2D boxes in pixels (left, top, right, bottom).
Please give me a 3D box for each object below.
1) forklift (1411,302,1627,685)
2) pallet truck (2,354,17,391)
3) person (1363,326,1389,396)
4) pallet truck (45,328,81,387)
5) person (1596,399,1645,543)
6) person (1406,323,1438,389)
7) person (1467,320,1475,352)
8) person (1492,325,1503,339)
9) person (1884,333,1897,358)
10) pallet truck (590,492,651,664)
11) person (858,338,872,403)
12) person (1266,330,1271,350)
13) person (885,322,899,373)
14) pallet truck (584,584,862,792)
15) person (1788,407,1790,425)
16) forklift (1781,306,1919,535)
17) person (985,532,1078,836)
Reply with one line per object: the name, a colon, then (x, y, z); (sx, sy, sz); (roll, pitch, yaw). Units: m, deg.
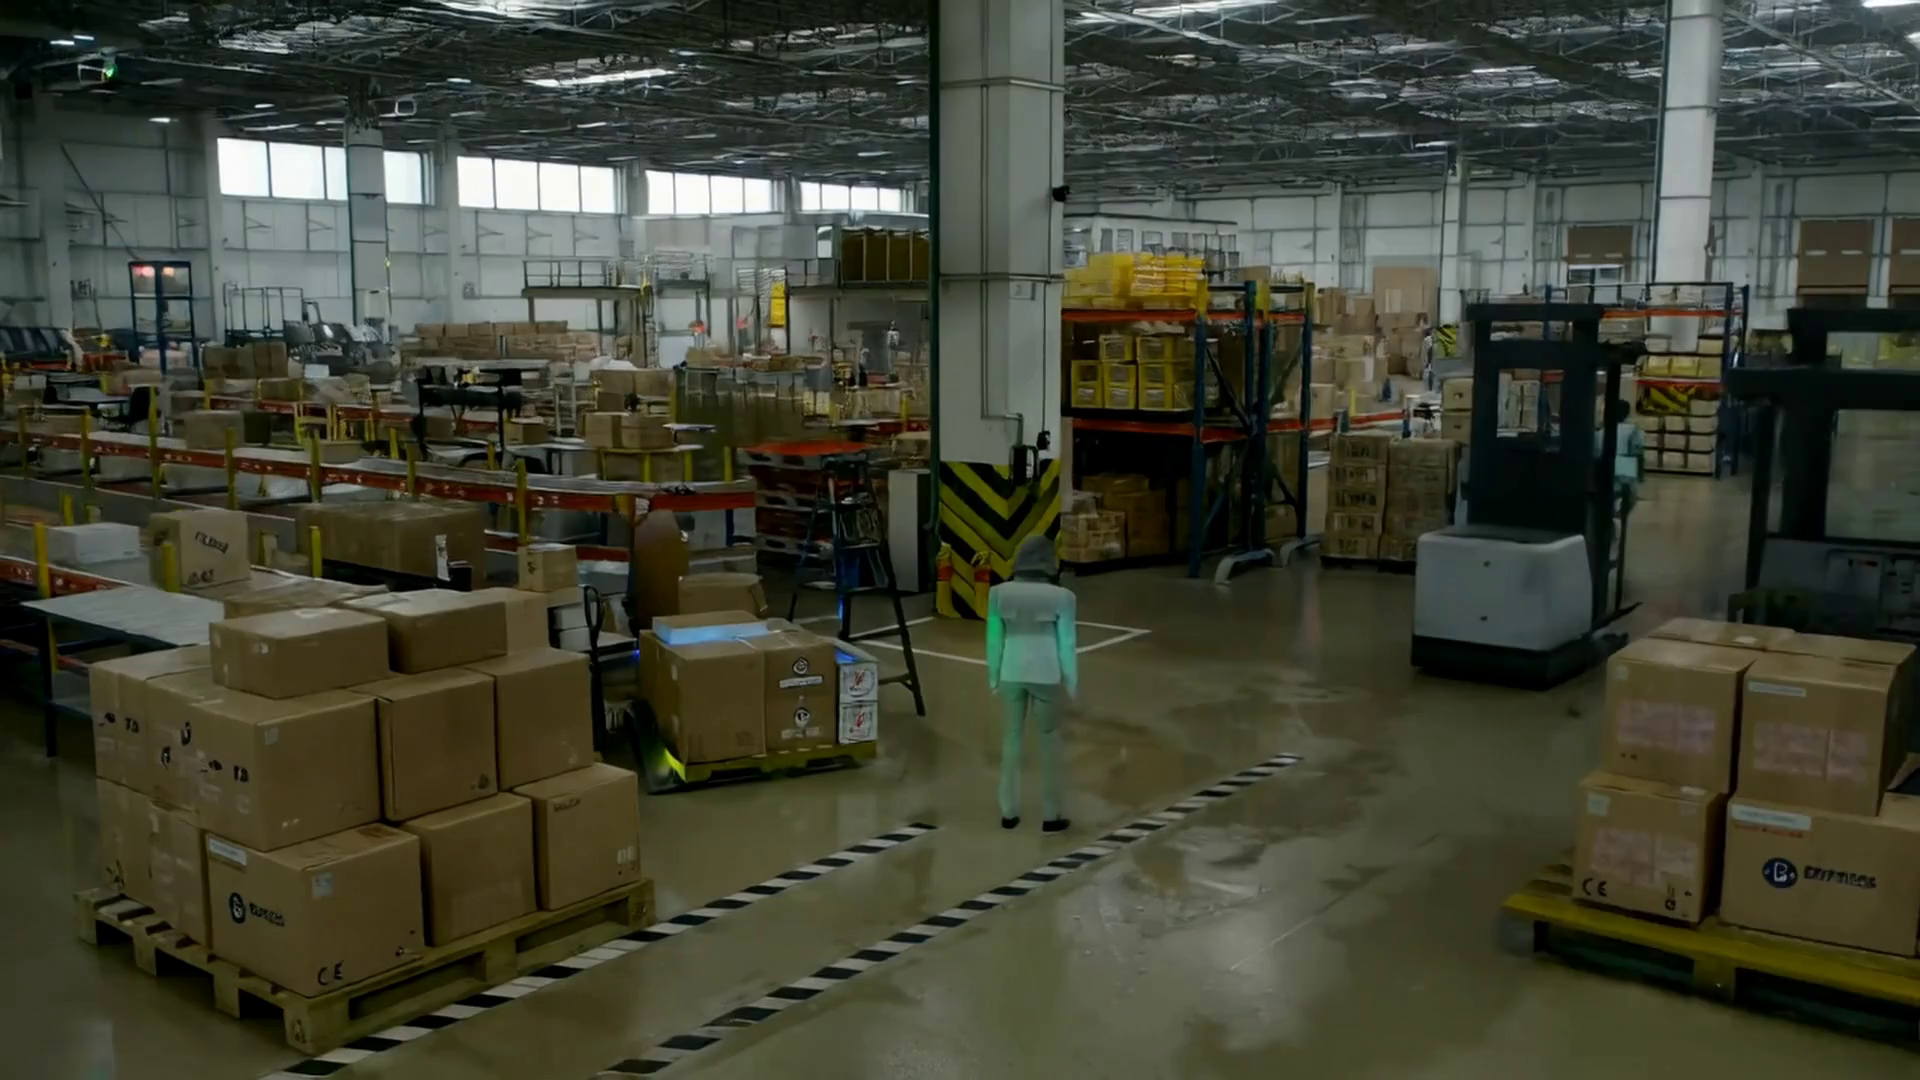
forklift: (4.379, -0.438, 12.852); (1.129, 2.768, 1.873); (7, 11, 37)
pallet truck: (-24.881, -4.417, 42.634); (1.885, 1.965, 0.823); (8, 11, 41)
person: (10.893, -4.548, 43.377); (0.672, 2.000, 0.536); (6, 10, 36)
pallet truck: (-23.775, -4.544, 43.495); (1.885, 1.965, 0.823); (6, 10, 35)
person: (7.596, -0.786, 19.176); (0.552, 1.683, 0.415); (7, 11, 40)
person: (13.976, -5.513, 50.017); (1.056, 1.994, 0.618); (1, 9, 7)
person: (24.682, -9.934, 80.077); (0.737, 1.909, 0.568); (-2, 9, -16)
person: (17.786, -6.211, 55.223); (0.394, 1.854, 0.506); (-3, 9, -19)
person: (33.232, -6.871, 59.469); (0.417, 1.916, 0.588); (0, 8, 3)
pallet truck: (-3.115, 0.344, 12.883); (0.653, 1.274, 1.630); (7, 11, 37)
person: (-2.439, -4.370, 43.128); (0.508, 1.751, 0.541); (2, 9, 14)
person: (11.147, -7.023, 60.781); (0.432, 1.824, 0.650); (-1, 9, -9)
person: (-2.470, -6.994, 60.428); (0.614, 1.871, 0.469); (-7, 11, -41)
pallet truck: (-1.426, 0.805, 10.019); (1.601, 1.201, 0.680); (-4, 9, -26)
person: (12.946, -1.755, 25.358); (0.586, 1.809, 0.835); (7, 11, 39)
forklift: (4.815, 0.169, 8.758); (1.129, 2.768, 1.873); (6, 11, 37)
person: (0.383, 0.768, 8.909); (0.507, 1.631, 0.267); (3, 9, 18)
